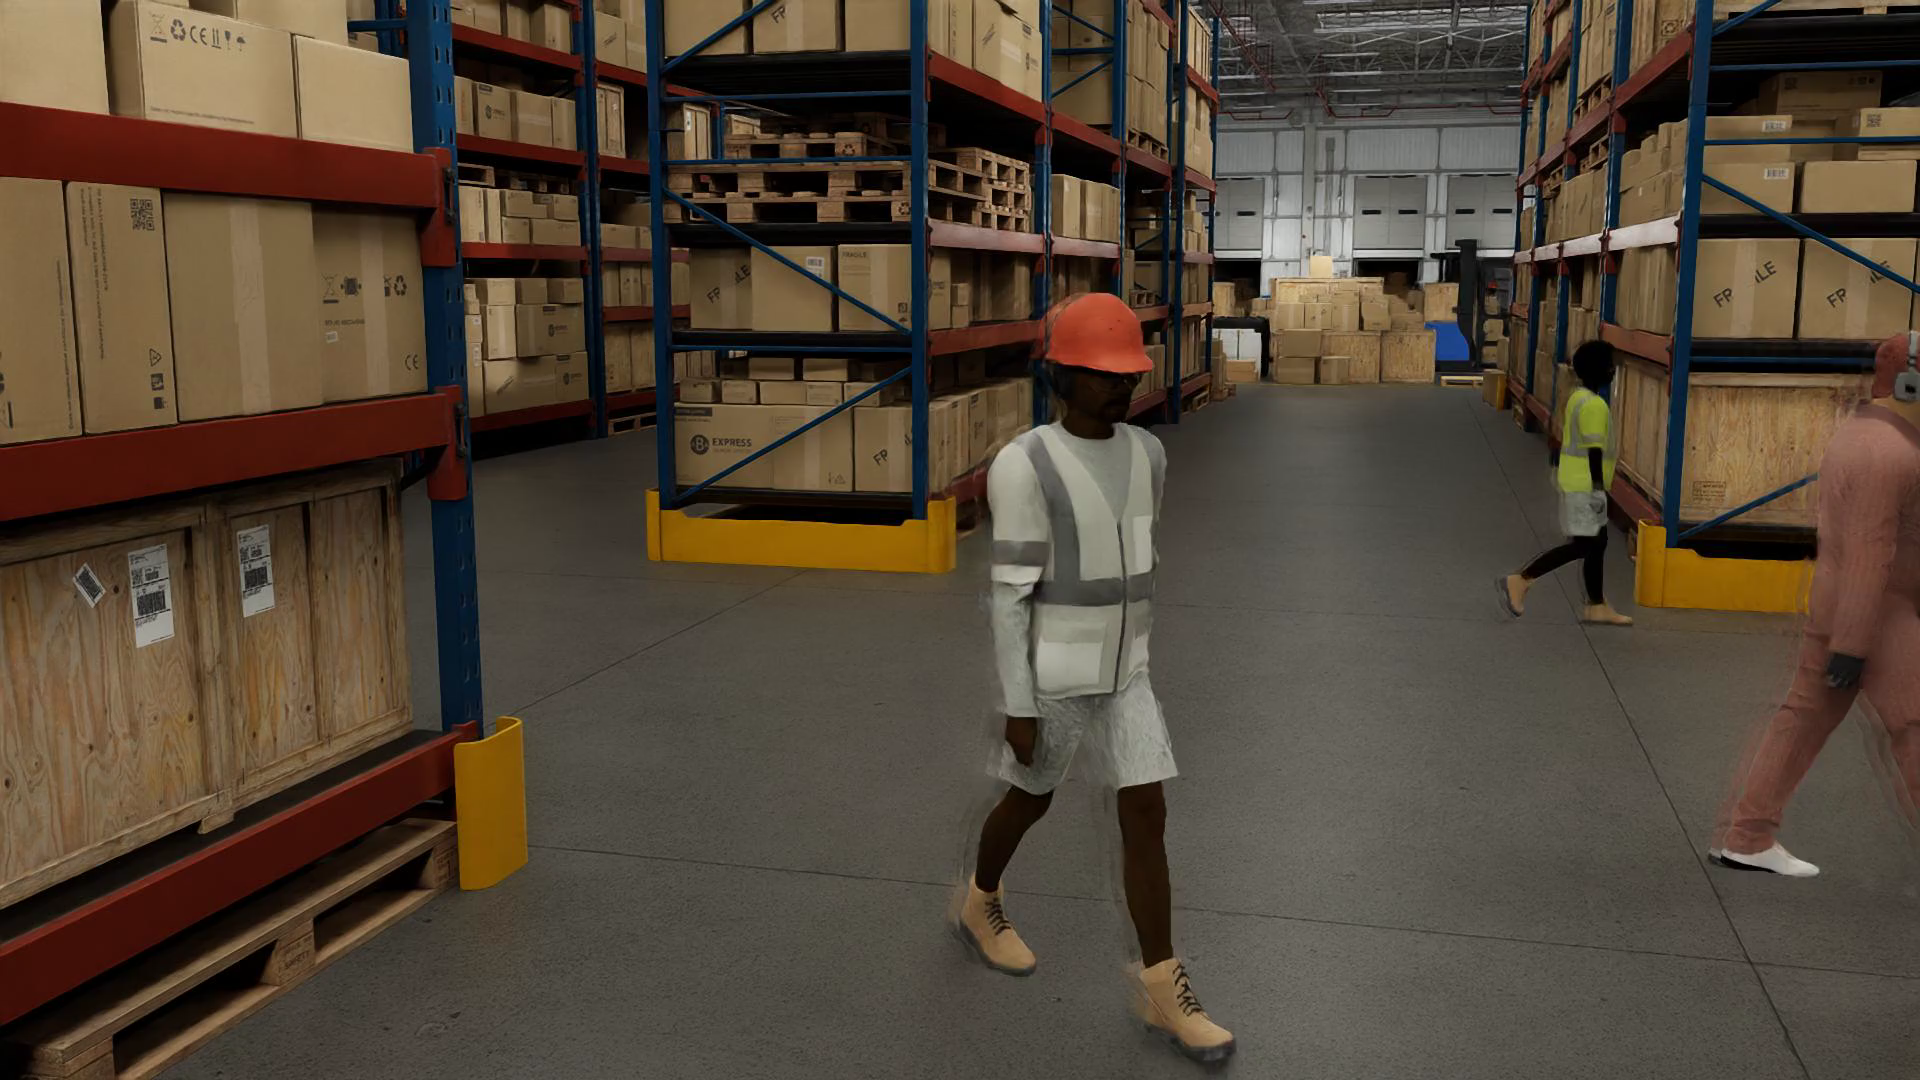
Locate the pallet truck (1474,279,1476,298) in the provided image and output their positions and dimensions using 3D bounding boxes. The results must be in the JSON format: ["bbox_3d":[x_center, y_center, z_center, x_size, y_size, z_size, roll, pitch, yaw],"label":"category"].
[{"bbox_3d":[18.896,-8.459,60.307,1.885,1.965,0.823,5,10,31],"label":"pallet truck"}]

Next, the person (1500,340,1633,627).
[{"bbox_3d":[3.545,-0.322,9.607,0.701,1.678,0.539,2,9,14],"label":"person"}]

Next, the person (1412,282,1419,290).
[{"bbox_3d":[15.537,-7.790,56.348,0.737,1.914,0.652,-2,9,-11],"label":"person"}]

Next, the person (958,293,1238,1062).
[{"bbox_3d":[0.311,0.329,4.534,0.630,1.993,1.059,-6,11,-35],"label":"person"}]

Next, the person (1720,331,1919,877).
[{"bbox_3d":[3.042,0.257,5.414,0.988,1.848,0.649,3,9,17],"label":"person"}]

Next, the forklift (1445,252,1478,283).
[{"bbox_3d":[15.464,-7.504,51.449,1.129,2.768,1.873,-2,9,-11],"label":"forklift"}]

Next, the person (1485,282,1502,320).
[{"bbox_3d":[15.091,-6.348,47.136,0.562,1.915,0.647,-1,9,-9],"label":"person"}]

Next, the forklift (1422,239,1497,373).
[{"bbox_3d":[10.570,-4.889,34.835,1.873,2.768,1.129,2,9,15],"label":"forklift"}]
